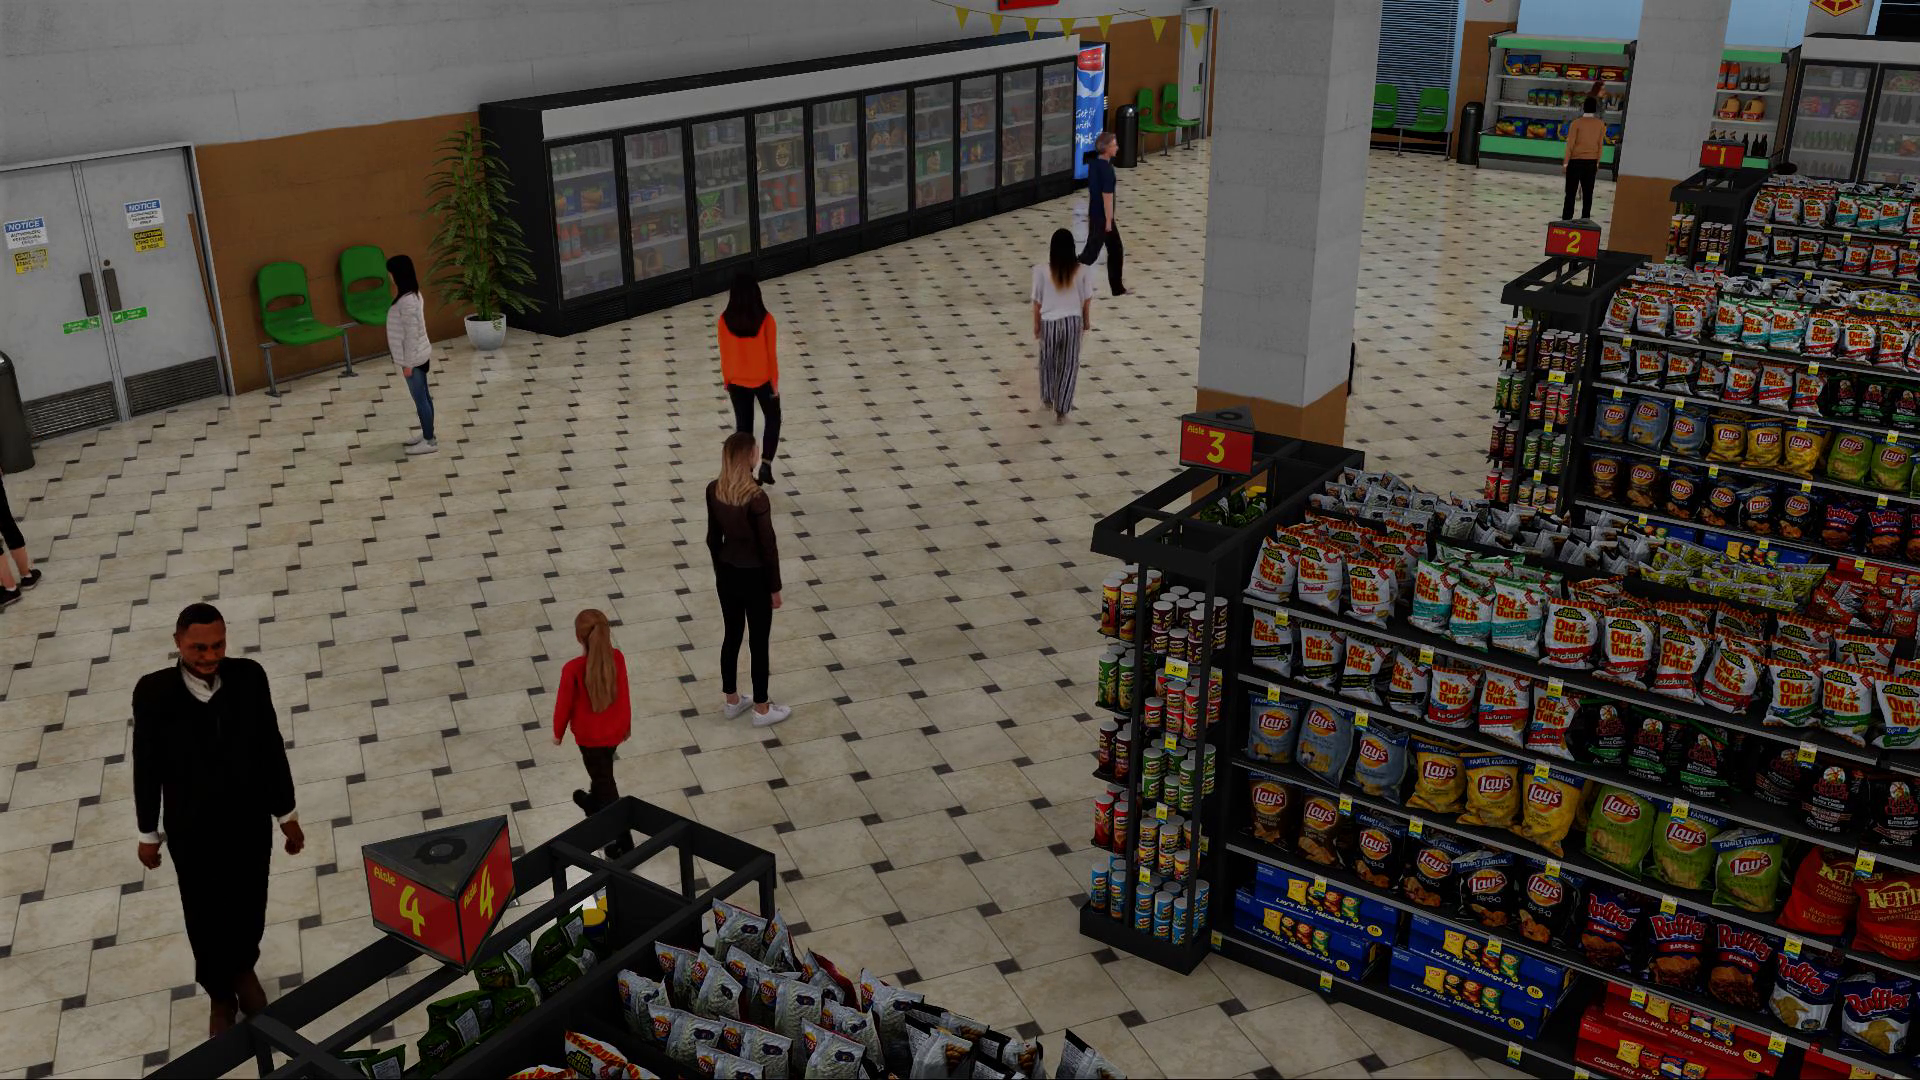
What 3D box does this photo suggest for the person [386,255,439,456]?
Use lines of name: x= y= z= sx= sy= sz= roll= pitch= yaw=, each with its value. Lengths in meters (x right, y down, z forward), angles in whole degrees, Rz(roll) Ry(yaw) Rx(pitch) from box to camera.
person: x=-4.473 y=-1.525 z=13.617 sx=0.760 sy=1.637 sz=0.685 roll=-5 pitch=23 yaw=-13

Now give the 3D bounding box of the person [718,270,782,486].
person: x=-1.592 y=-1.148 z=12.547 sx=0.708 sy=1.736 sz=0.798 roll=4 pitch=22 yaw=9

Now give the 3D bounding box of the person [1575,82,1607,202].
person: x=9.079 y=-5.797 z=24.168 sx=0.731 sy=1.697 sz=0.745 roll=-12 pitch=25 yaw=-27

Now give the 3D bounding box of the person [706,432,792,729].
person: x=-1.194 y=0.219 z=9.187 sx=0.415 sy=1.704 sz=0.659 roll=15 pitch=26 yaw=32

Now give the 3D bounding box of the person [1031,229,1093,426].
person: x=0.863 y=-1.816 z=14.318 sx=1.005 sy=1.653 sz=0.988 roll=3 pitch=22 yaw=8

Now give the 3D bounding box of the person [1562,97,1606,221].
person: x=8.237 y=-4.969 z=22.029 sx=0.737 sy=1.755 sz=0.817 roll=-2 pitch=22 yaw=-4

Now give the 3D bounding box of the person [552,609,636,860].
person: x=-1.697 y=0.960 z=7.950 sx=0.605 sy=1.252 sz=0.922 roll=-20 pitch=29 yaw=-40

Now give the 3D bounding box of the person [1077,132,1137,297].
person: x=1.463 y=-3.515 z=18.315 sx=1.238 sy=1.827 sz=1.161 roll=-3 pitch=22 yaw=-7

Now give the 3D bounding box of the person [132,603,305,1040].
person: x=-3.031 y=1.093 z=6.779 sx=0.881 sy=1.877 sz=0.920 roll=-15 pitch=26 yaw=-33
